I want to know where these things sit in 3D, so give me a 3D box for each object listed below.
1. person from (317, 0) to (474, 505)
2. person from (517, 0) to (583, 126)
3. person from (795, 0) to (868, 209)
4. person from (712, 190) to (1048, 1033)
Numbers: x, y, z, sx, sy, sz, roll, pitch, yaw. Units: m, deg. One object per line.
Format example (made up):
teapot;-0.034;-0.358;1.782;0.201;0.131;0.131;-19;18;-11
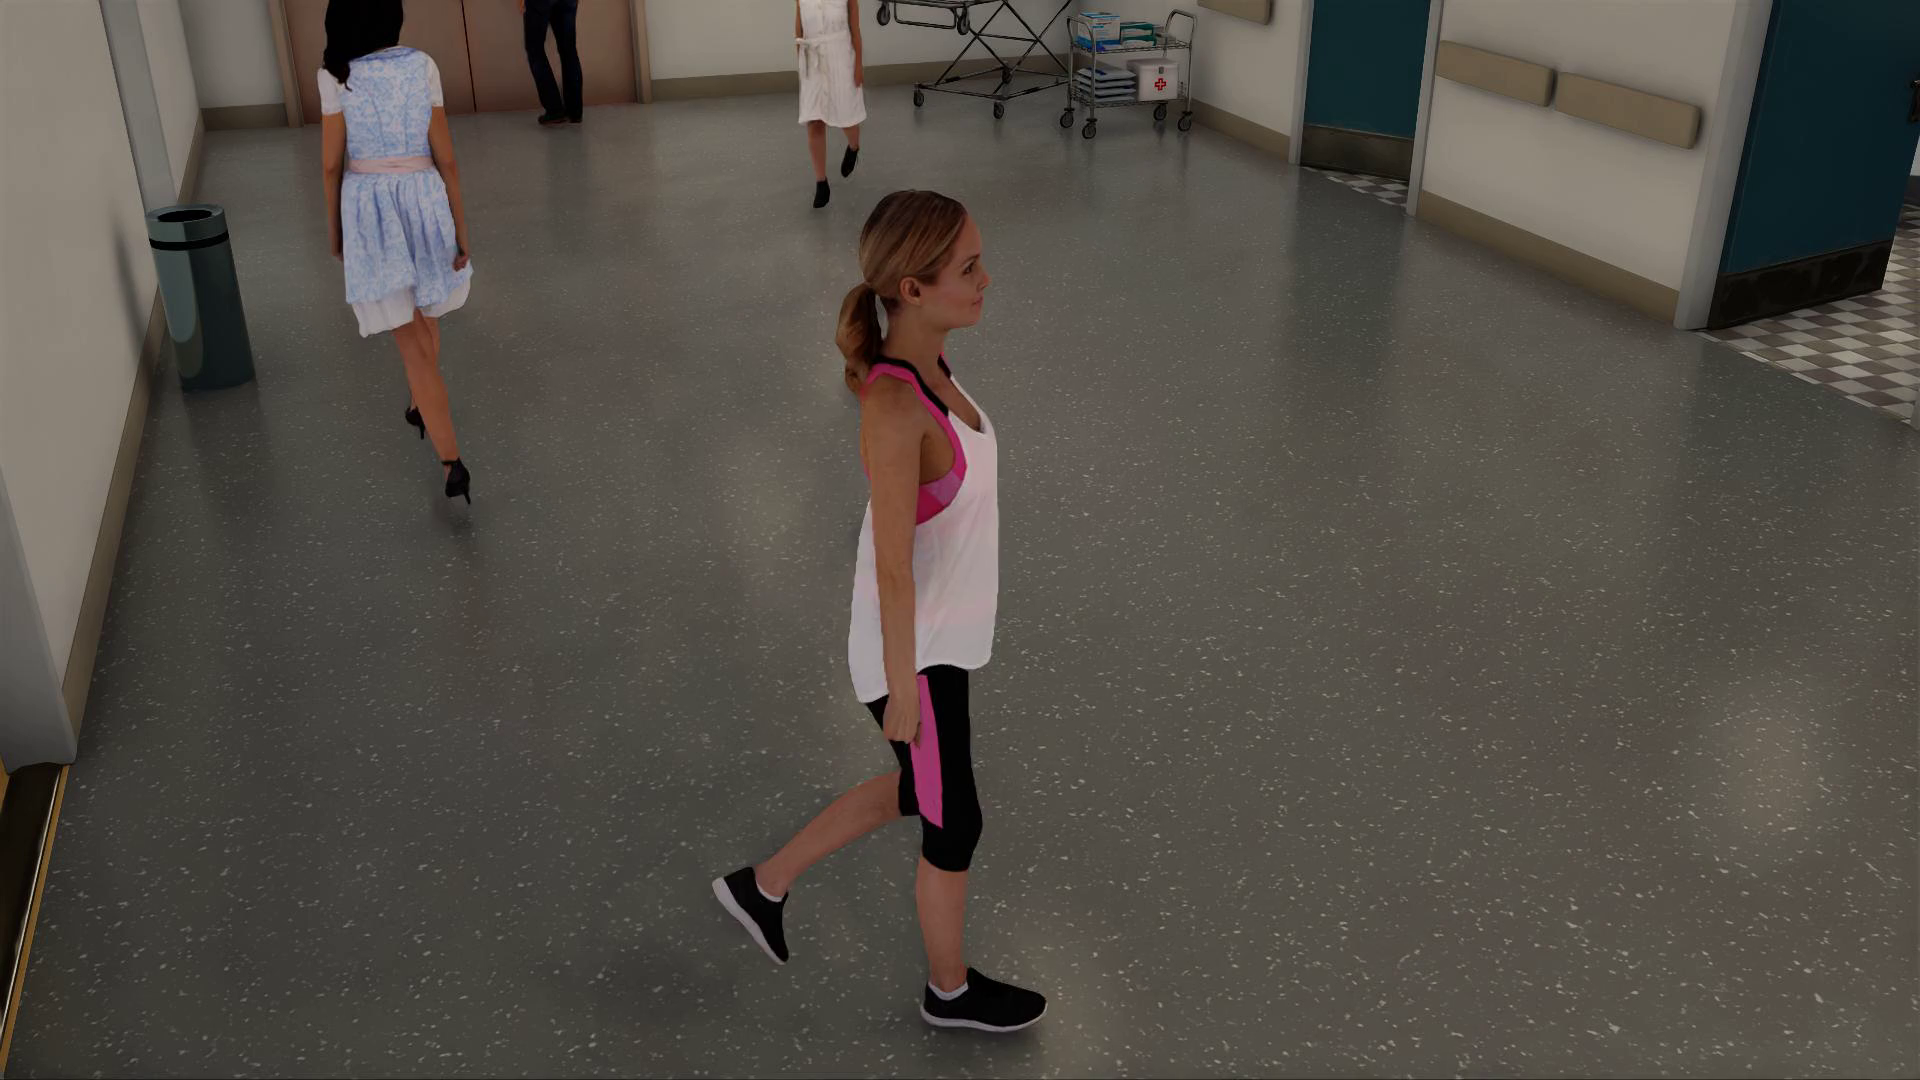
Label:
person;-1.861;-0.956;5.607;0.723;1.758;1.195;-13;29;-25
person;-2.809;-3.769;11.375;0.763;1.816;0.754;-23;34;-39
person;-0.730;-2.704;9.498;0.848;1.527;1.054;4;26;8
person;-0.163;0.214;3.163;0.904;1.775;0.966;2;26;4
